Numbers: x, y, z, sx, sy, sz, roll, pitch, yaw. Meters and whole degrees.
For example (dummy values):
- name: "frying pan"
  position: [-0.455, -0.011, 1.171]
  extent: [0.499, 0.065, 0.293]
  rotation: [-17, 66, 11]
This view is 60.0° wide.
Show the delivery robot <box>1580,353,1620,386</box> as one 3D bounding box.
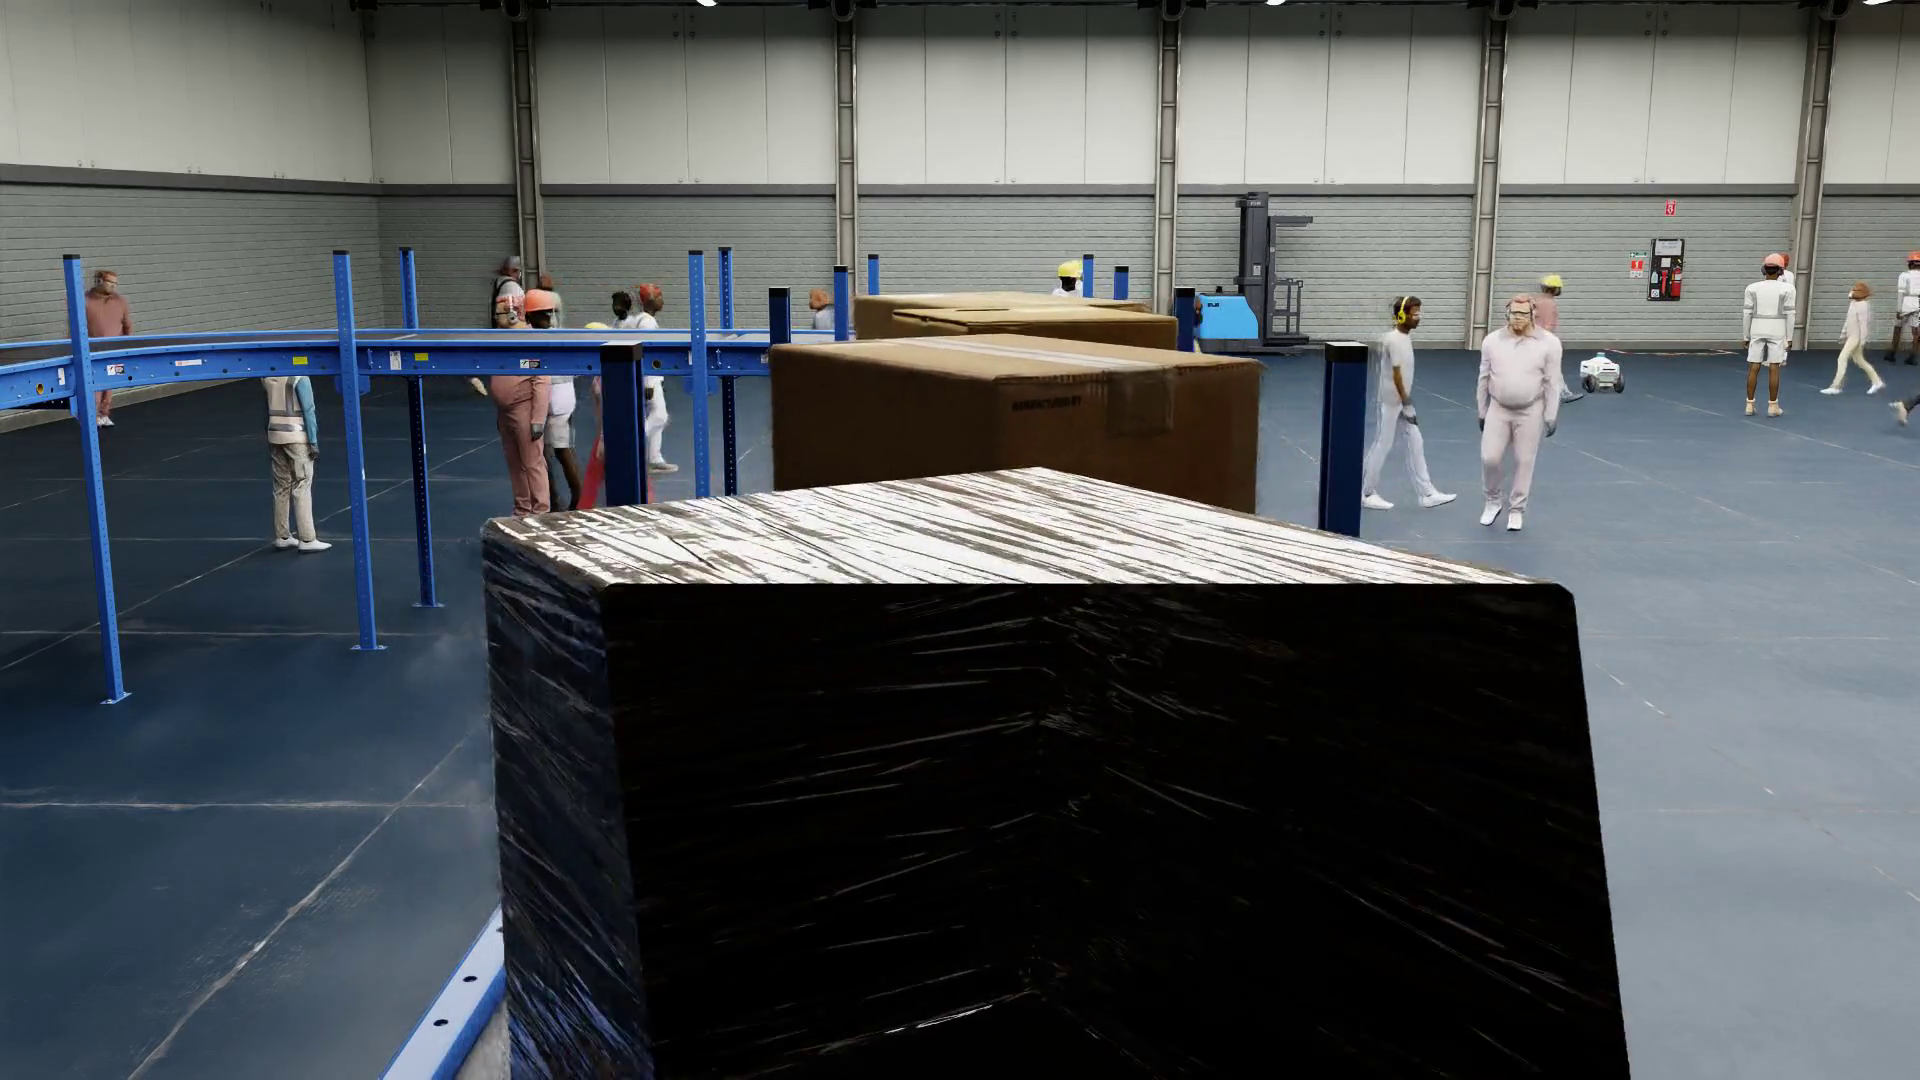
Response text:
- name: "delivery robot"
  position: [9.285, -2.476, 24.146]
  extent: [0.477, 0.478, 0.707]
  rotation: [0, 11, 0]

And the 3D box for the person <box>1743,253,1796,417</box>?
- name: "person"
  position: [10.226, -2.594, 21.050]
  extent: [0.608, 2.044, 0.372]
  rotation: [8, 14, 37]

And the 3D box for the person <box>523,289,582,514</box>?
- name: "person"
  position: [-3.394, -1.092, 13.675]
  extent: [0.684, 1.911, 0.557]
  rotation: [-2, 11, -8]

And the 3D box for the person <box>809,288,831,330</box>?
- name: "person"
  position: [-1.683, -2.310, 20.649]
  extent: [0.448, 1.619, 0.505]
  rotation: [2, 11, 11]

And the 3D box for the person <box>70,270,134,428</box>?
- name: "person"
  position: [-10.209, -2.274, 19.858]
  extent: [0.614, 1.872, 0.682]
  rotation: [10, 15, 41]

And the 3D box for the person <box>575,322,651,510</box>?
- name: "person"
  position: [-2.697, -0.766, 12.478]
  extent: [0.913, 1.708, 0.537]
  rotation: [-5, 12, -25]

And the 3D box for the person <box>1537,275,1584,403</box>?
- name: "person"
  position: [7.941, -2.687, 22.359]
  extent: [0.891, 1.720, 0.541]
  rotation: [0, 11, 2]

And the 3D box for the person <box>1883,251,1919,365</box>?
- name: "person"
  position: [16.282, -3.991, 28.571]
  extent: [0.563, 1.908, 0.831]
  rotation: [1, 11, 4]

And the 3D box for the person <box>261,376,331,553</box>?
- name: "person"
  position: [-5.022, -0.729, 12.506]
  extent: [0.523, 1.638, 0.310]
  rotation: [6, 13, 29]

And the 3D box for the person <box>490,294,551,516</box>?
- name: "person"
  position: [-3.482, -0.975, 13.088]
  extent: [0.401, 1.904, 0.649]
  rotation: [-10, 15, -42]

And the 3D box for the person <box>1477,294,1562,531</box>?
- name: "person"
  position: [4.463, -1.017, 13.346]
  extent: [0.652, 1.890, 0.449]
  rotation: [5, 12, 26]

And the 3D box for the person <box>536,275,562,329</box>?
- name: "person"
  position: [-6.496, -3.369, 26.212]
  extent: [0.520, 1.587, 0.869]
  rotation: [-7, 13, -34]

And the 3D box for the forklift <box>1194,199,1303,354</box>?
- name: "forklift"
  position: [5.313, -4.851, 30.603]
  extent: [1.873, 2.768, 1.129]
  rotation: [0, 11, 1]

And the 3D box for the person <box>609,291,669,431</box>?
- name: "person"
  position: [-3.711, -1.982, 18.864]
  extent: [0.544, 1.678, 0.736]
  rotation: [10, 15, 43]

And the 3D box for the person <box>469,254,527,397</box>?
- name: "person"
  position: [-6.379, -3.006, 23.286]
  extent: [0.681, 2.000, 0.984]
  rotation: [10, 15, 42]

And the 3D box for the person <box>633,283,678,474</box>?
- name: "person"
  position: [-3.090, -1.562, 16.223]
  extent: [0.561, 1.869, 0.582]
  rotation: [-3, 11, -16]

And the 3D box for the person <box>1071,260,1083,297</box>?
- name: "person"
  position: [1.929, -3.556, 26.611]
  extent: [0.658, 1.809, 0.614]
  rotation: [-3, 11, -13]

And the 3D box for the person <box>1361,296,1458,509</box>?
- name: "person"
  position: [3.837, -1.157, 14.226]
  extent: [0.873, 1.828, 0.520]
  rotation: [7, 13, 31]

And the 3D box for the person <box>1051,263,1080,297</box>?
- name: "person"
  position: [1.337, -2.535, 21.042]
  extent: [0.369, 1.928, 0.585]
  rotation: [4, 12, 22]

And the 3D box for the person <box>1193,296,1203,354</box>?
- name: "person"
  position: [2.050, -1.232, 14.624]
  extent: [0.756, 1.813, 0.645]
  rotation: [3, 11, 13]

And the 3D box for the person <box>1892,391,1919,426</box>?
- name: "person"
  position: [11.307, -2.136, 19.249]
  extent: [0.726, 1.828, 0.516]
  rotation: [7, 13, 33]

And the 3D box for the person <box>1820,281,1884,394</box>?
- name: "person"
  position: [12.766, -2.874, 23.630]
  extent: [0.819, 1.597, 0.498]
  rotation: [3, 11, 15]

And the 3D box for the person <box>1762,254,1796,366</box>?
- name: "person"
  position: [13.830, -3.878, 28.059]
  extent: [0.578, 1.881, 0.346]
  rotation: [-8, 14, -36]
